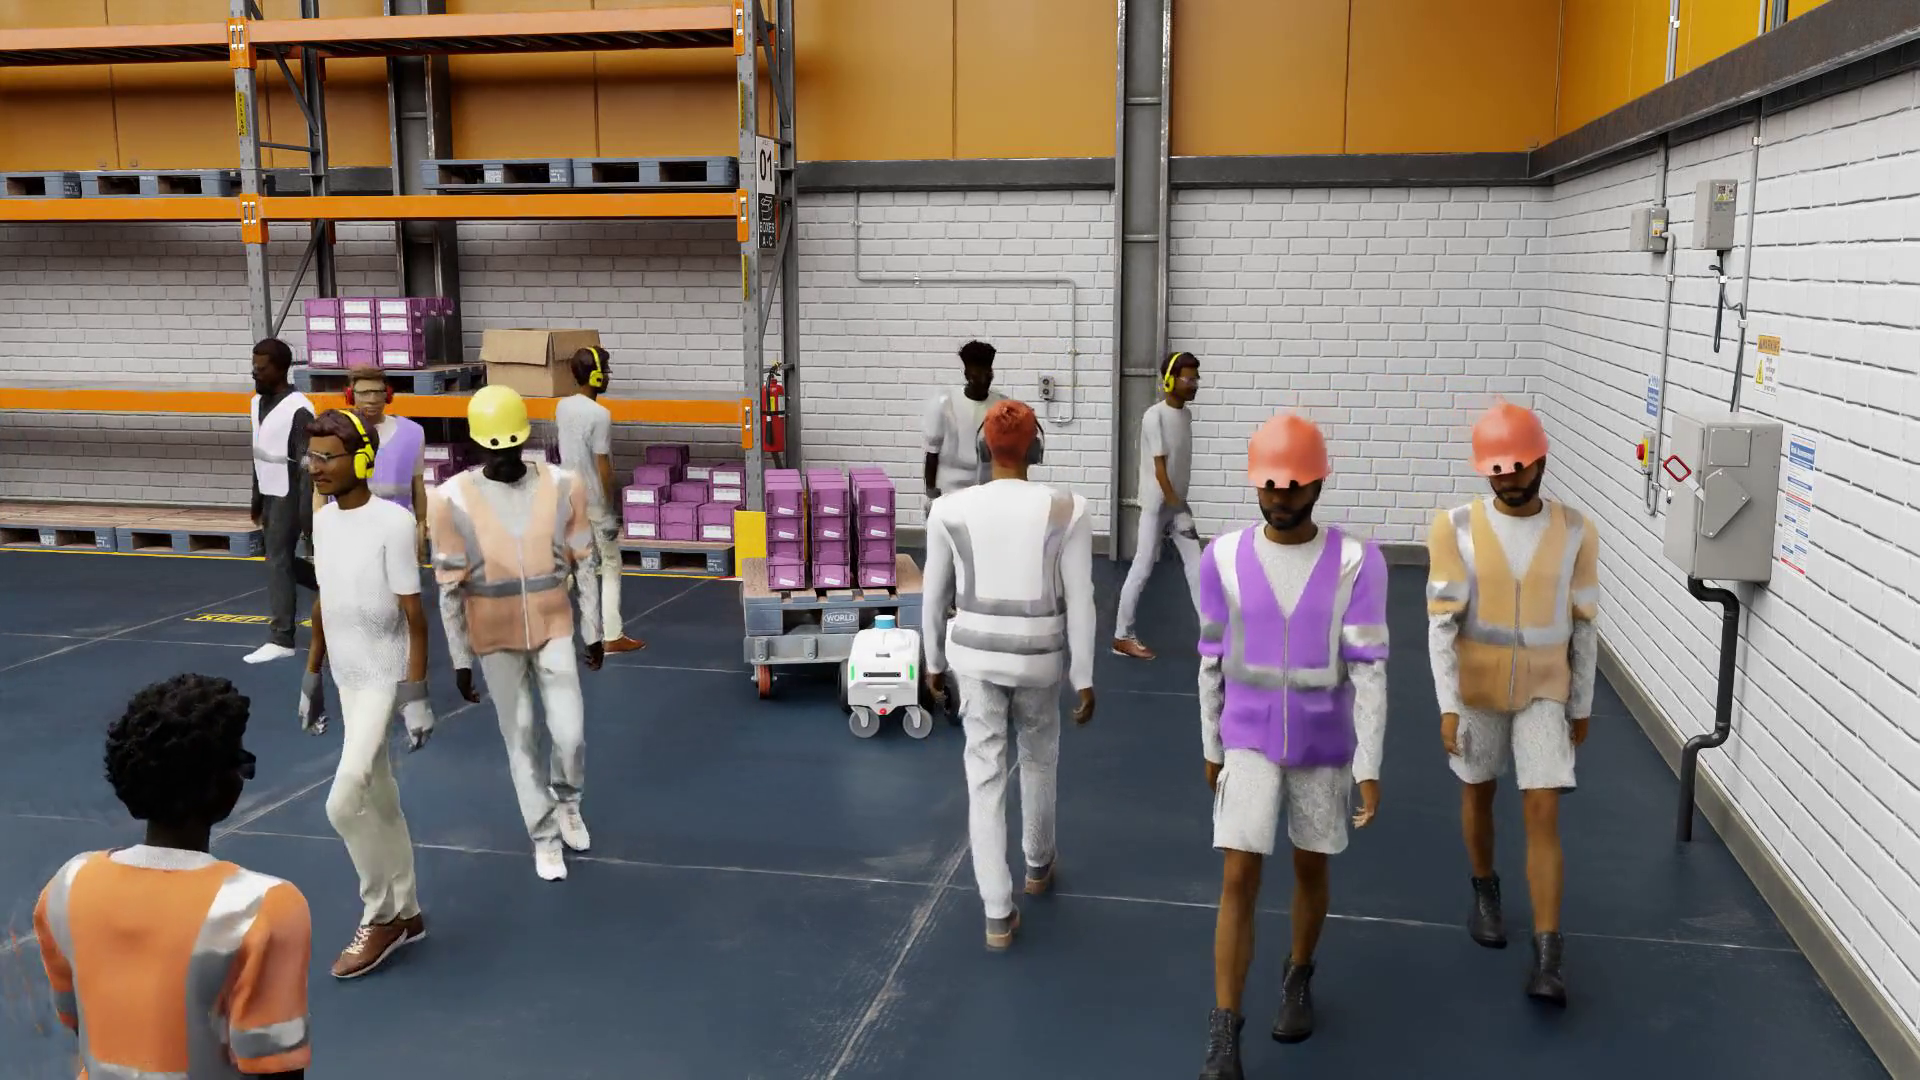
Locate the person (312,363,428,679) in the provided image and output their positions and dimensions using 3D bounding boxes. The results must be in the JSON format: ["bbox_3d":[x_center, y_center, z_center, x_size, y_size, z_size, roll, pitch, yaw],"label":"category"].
[{"bbox_3d":[-3.004,0.012,8.540,0.578,1.808,0.881,-4,10,-21],"label":"person"}]

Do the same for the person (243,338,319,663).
[{"bbox_3d":[-3.943,-0.253,9.881,0.740,1.894,0.600,-9,13,-43],"label":"person"}]

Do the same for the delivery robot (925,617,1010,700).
[{"bbox_3d":[0.079,0.574,8.637,0.477,0.478,0.707,-4,10,-21],"label":"delivery robot"}]

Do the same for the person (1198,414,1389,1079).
[{"bbox_3d":[0.915,0.606,4.694,0.548,1.899,0.923,3,10,15],"label":"person"}]

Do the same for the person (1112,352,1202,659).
[{"bbox_3d":[1.259,-0.165,9.576,0.943,1.810,0.484,8,12,40],"label":"person"}]

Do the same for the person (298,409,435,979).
[{"bbox_3d":[-2.011,0.501,5.433,0.553,1.854,0.571,8,12,39],"label":"person"}]

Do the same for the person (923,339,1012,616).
[{"bbox_3d":[0.074,-0.319,10.418,0.617,1.858,1.163,-4,10,-24],"label":"person"}]

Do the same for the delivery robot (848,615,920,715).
[{"bbox_3d":[-0.376,0.621,8.351,0.477,0.478,0.707,0,9,0],"label":"delivery robot"}]

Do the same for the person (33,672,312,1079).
[{"bbox_3d":[-1.283,1.036,2.835,0.549,1.645,0.865,3,10,16],"label":"person"}]

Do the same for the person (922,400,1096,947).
[{"bbox_3d":[0.177,0.425,5.915,0.611,1.845,0.895,1,9,5],"label":"person"}]

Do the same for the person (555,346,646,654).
[{"bbox_3d":[-2.210,-0.213,9.769,0.544,1.851,0.649,8,12,39],"label":"person"}]

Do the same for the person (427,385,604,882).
[{"bbox_3d":[-1.641,0.358,6.223,0.631,1.890,0.499,-4,10,-24],"label":"person"}]

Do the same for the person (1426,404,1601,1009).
[{"bbox_3d":[1.773,0.506,5.341,0.557,1.870,1.014,2,10,11],"label":"person"}]
